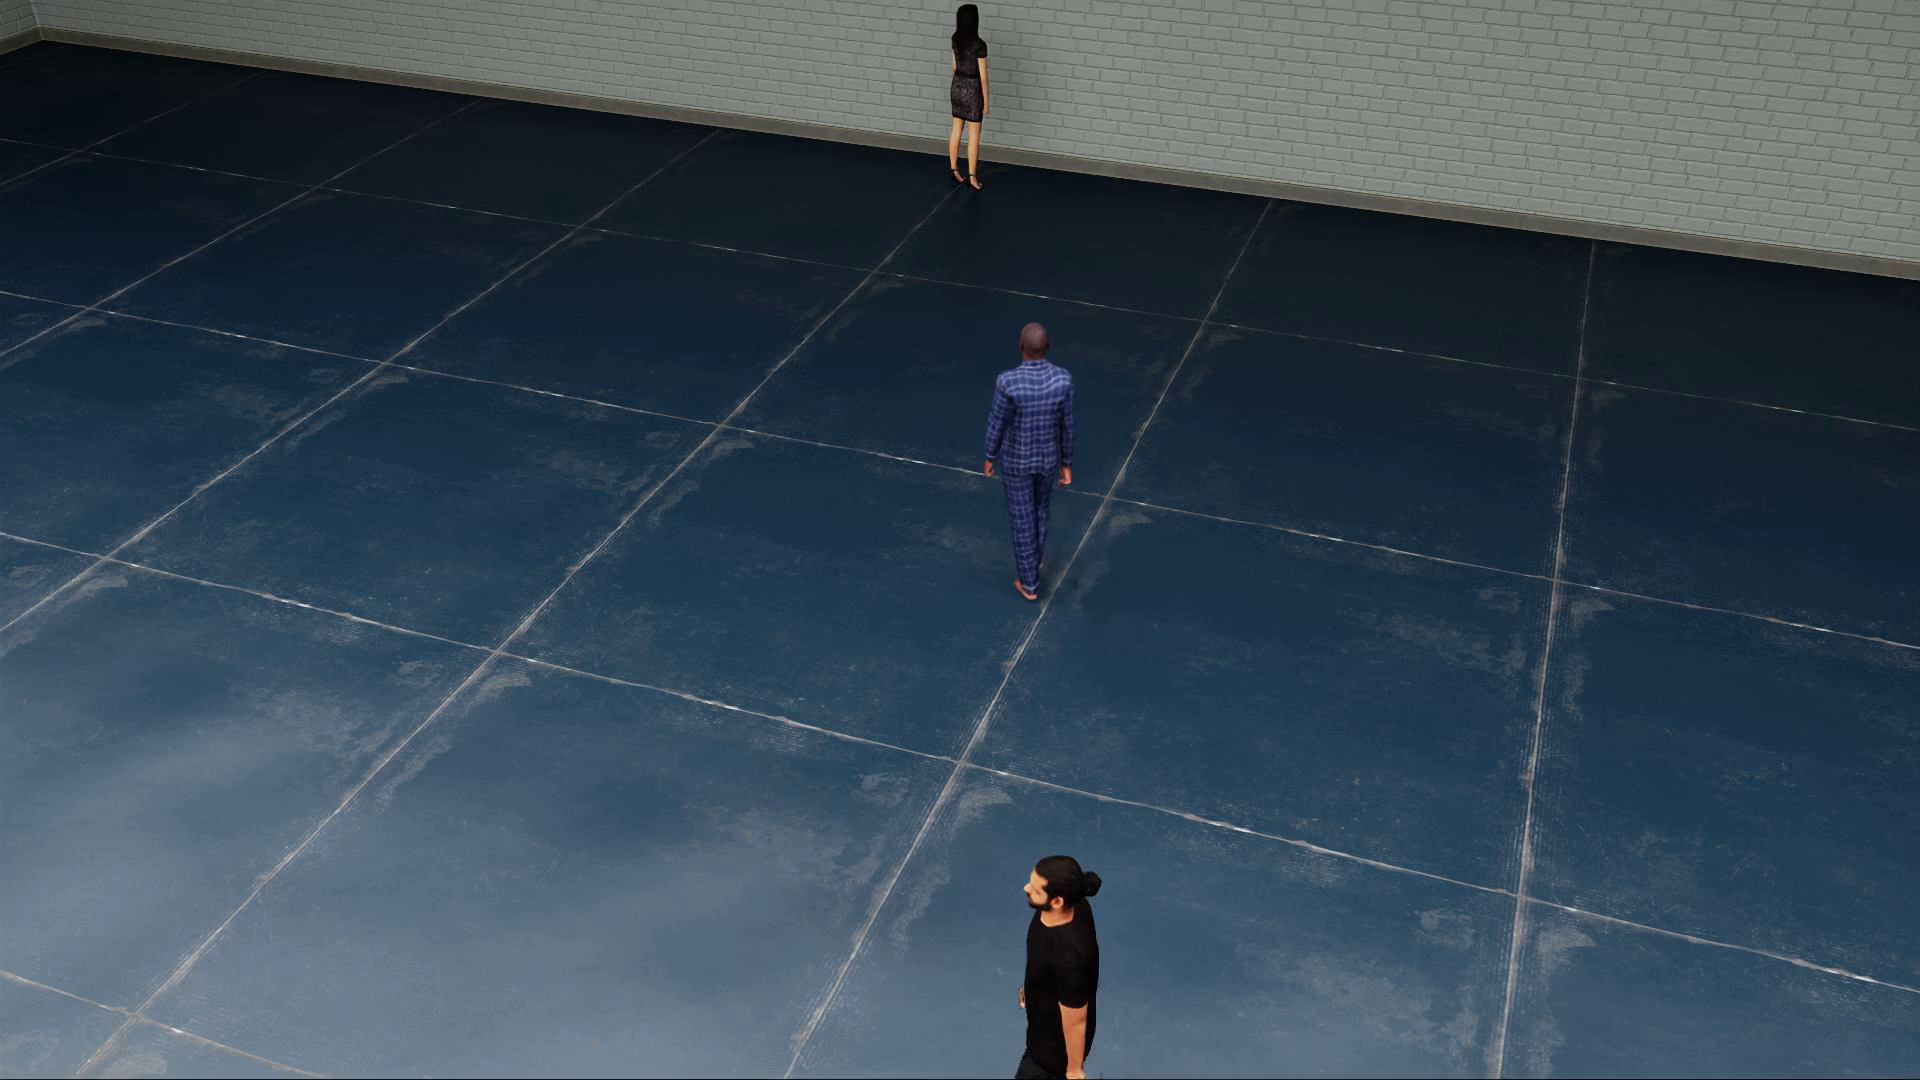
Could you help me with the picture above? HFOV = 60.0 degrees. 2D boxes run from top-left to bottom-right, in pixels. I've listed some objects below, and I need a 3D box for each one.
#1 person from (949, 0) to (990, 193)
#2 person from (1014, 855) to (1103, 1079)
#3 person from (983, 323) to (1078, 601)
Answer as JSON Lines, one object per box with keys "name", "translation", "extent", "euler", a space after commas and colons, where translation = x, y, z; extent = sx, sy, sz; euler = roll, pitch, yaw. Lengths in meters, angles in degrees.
{"name": "person", "translation": [0.061, -4.266, 16.052], "extent": [0.629, 1.789, 0.600], "euler": [23, 40, 31]}
{"name": "person", "translation": [0.471, 1.916, 6.586], "extent": [0.795, 1.745, 0.694], "euler": [0, 33, 0]}
{"name": "person", "translation": [0.445, -0.429, 10.137], "extent": [0.868, 1.805, 0.924], "euler": [-9, 34, -14]}
